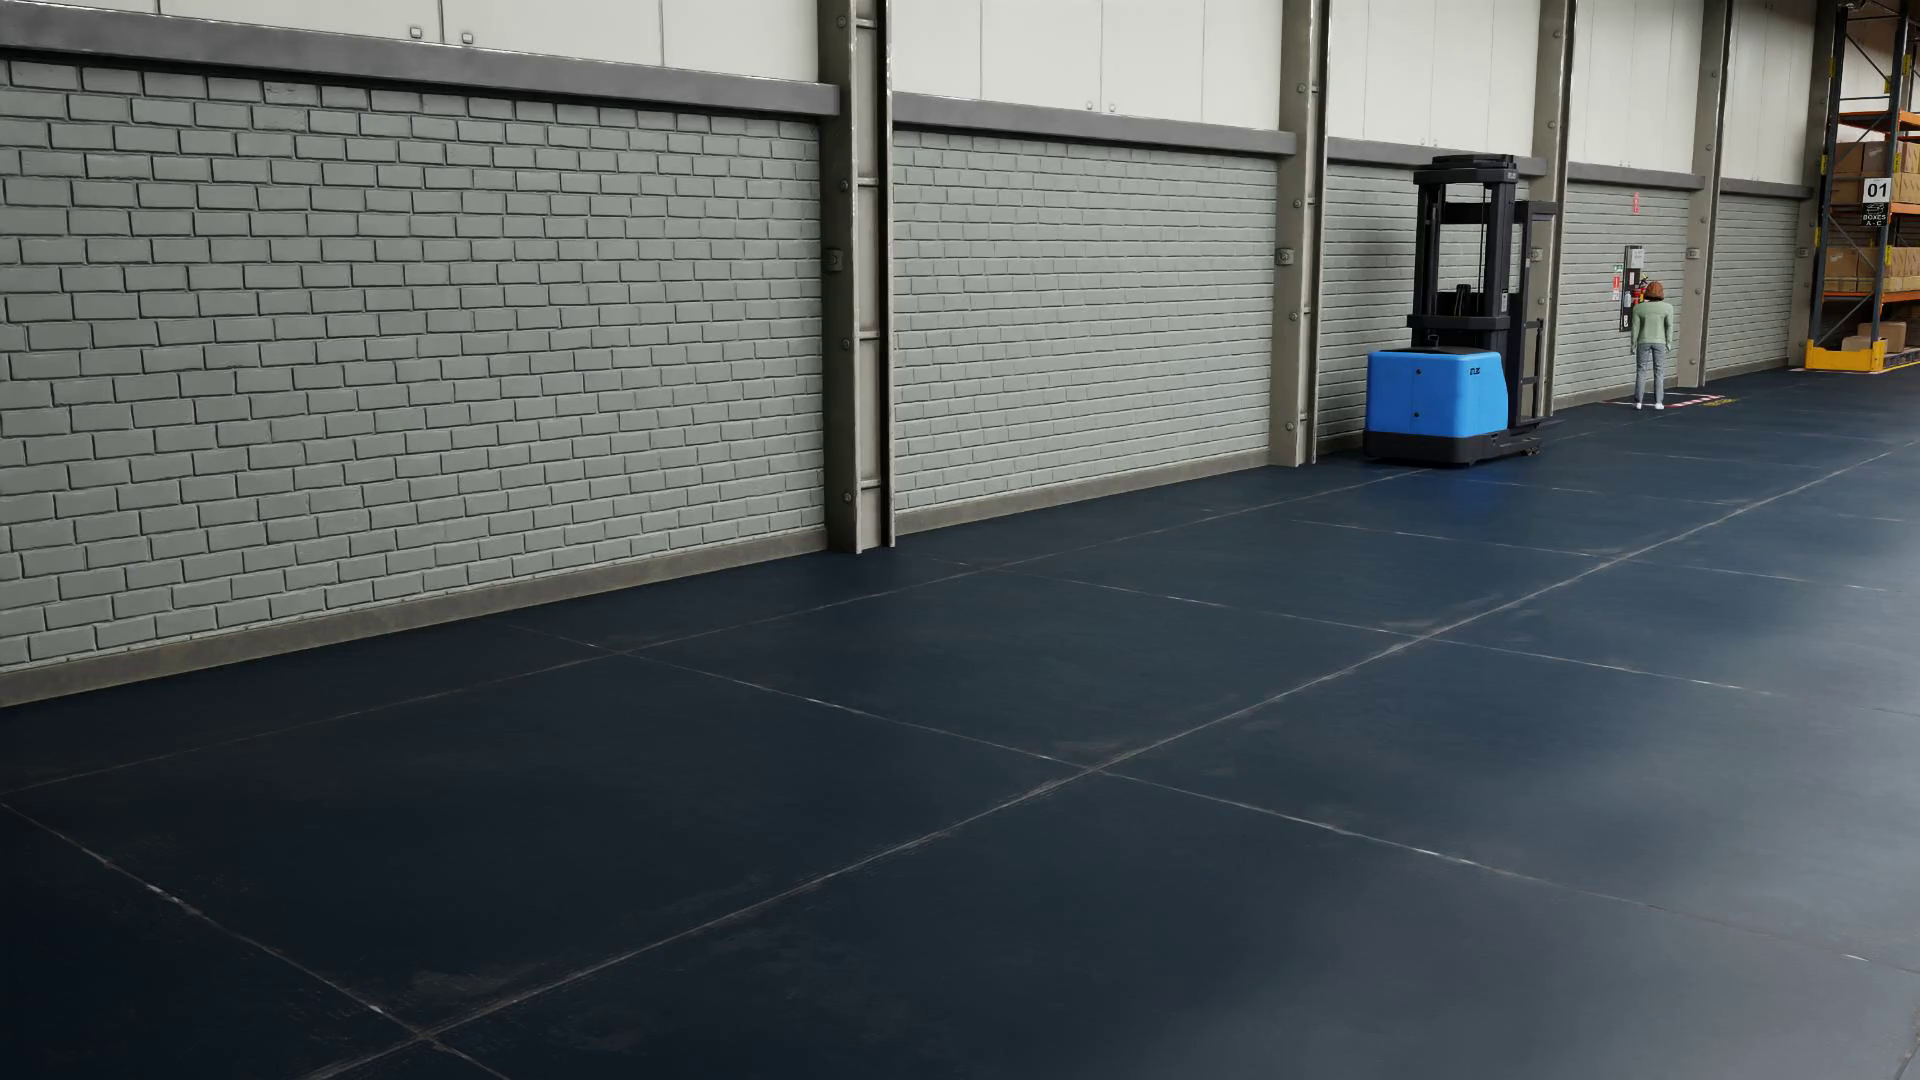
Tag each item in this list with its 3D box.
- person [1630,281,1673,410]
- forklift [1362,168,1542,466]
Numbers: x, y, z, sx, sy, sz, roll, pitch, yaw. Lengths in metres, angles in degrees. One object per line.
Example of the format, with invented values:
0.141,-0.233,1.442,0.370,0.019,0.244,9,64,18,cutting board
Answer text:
8.843,-2.488,21.282,0.498,1.634,0.279,4,11,22,person
4.875,-2.212,16.287,1.129,2.768,1.873,8,13,40,forklift
